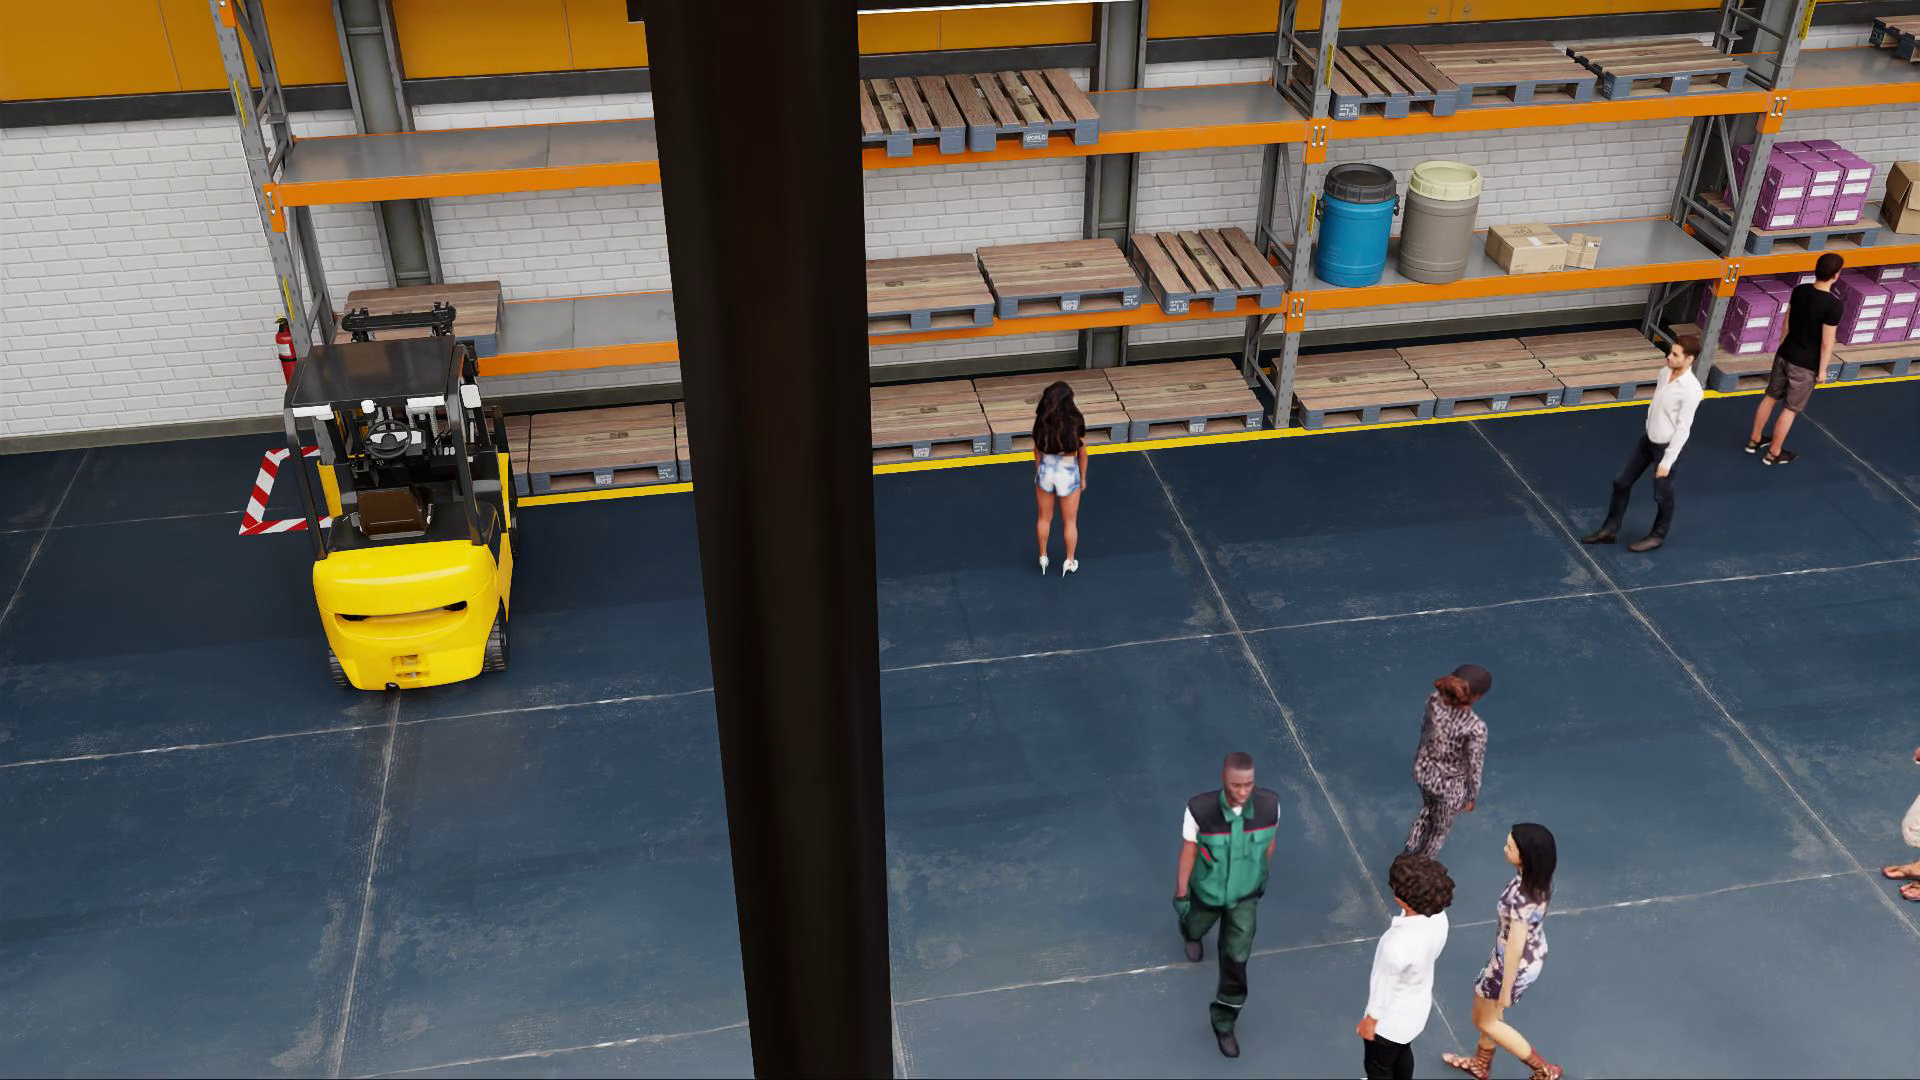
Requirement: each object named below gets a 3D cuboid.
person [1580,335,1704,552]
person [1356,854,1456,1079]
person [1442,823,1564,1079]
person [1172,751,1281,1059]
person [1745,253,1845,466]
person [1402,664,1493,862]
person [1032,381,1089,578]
[{"bbox_3d":[5.405,-0.711,12.612,0.869,1.855,0.703,-8,34,-12],"label":"person"},{"bbox_3d":[2.161,2.267,8.176,0.766,1.807,0.687,25,41,33],"label":"person"},{"bbox_3d":[2.878,2.156,8.421,0.955,1.721,0.876,16,37,22],"label":"person"},{"bbox_3d":[1.383,1.801,8.880,1.142,1.804,0.812,-3,34,-4],"label":"person"},{"bbox_3d":[6.962,-1.513,13.818,0.618,1.856,0.709,-12,35,-17],"label":"person"},{"bbox_3d":[2.704,1.419,9.546,0.733,1.704,0.693,-20,39,-28],"label":"person"},{"bbox_3d":[0.732,-0.445,12.420,0.627,1.626,0.715,11,35,16],"label":"person"}]
